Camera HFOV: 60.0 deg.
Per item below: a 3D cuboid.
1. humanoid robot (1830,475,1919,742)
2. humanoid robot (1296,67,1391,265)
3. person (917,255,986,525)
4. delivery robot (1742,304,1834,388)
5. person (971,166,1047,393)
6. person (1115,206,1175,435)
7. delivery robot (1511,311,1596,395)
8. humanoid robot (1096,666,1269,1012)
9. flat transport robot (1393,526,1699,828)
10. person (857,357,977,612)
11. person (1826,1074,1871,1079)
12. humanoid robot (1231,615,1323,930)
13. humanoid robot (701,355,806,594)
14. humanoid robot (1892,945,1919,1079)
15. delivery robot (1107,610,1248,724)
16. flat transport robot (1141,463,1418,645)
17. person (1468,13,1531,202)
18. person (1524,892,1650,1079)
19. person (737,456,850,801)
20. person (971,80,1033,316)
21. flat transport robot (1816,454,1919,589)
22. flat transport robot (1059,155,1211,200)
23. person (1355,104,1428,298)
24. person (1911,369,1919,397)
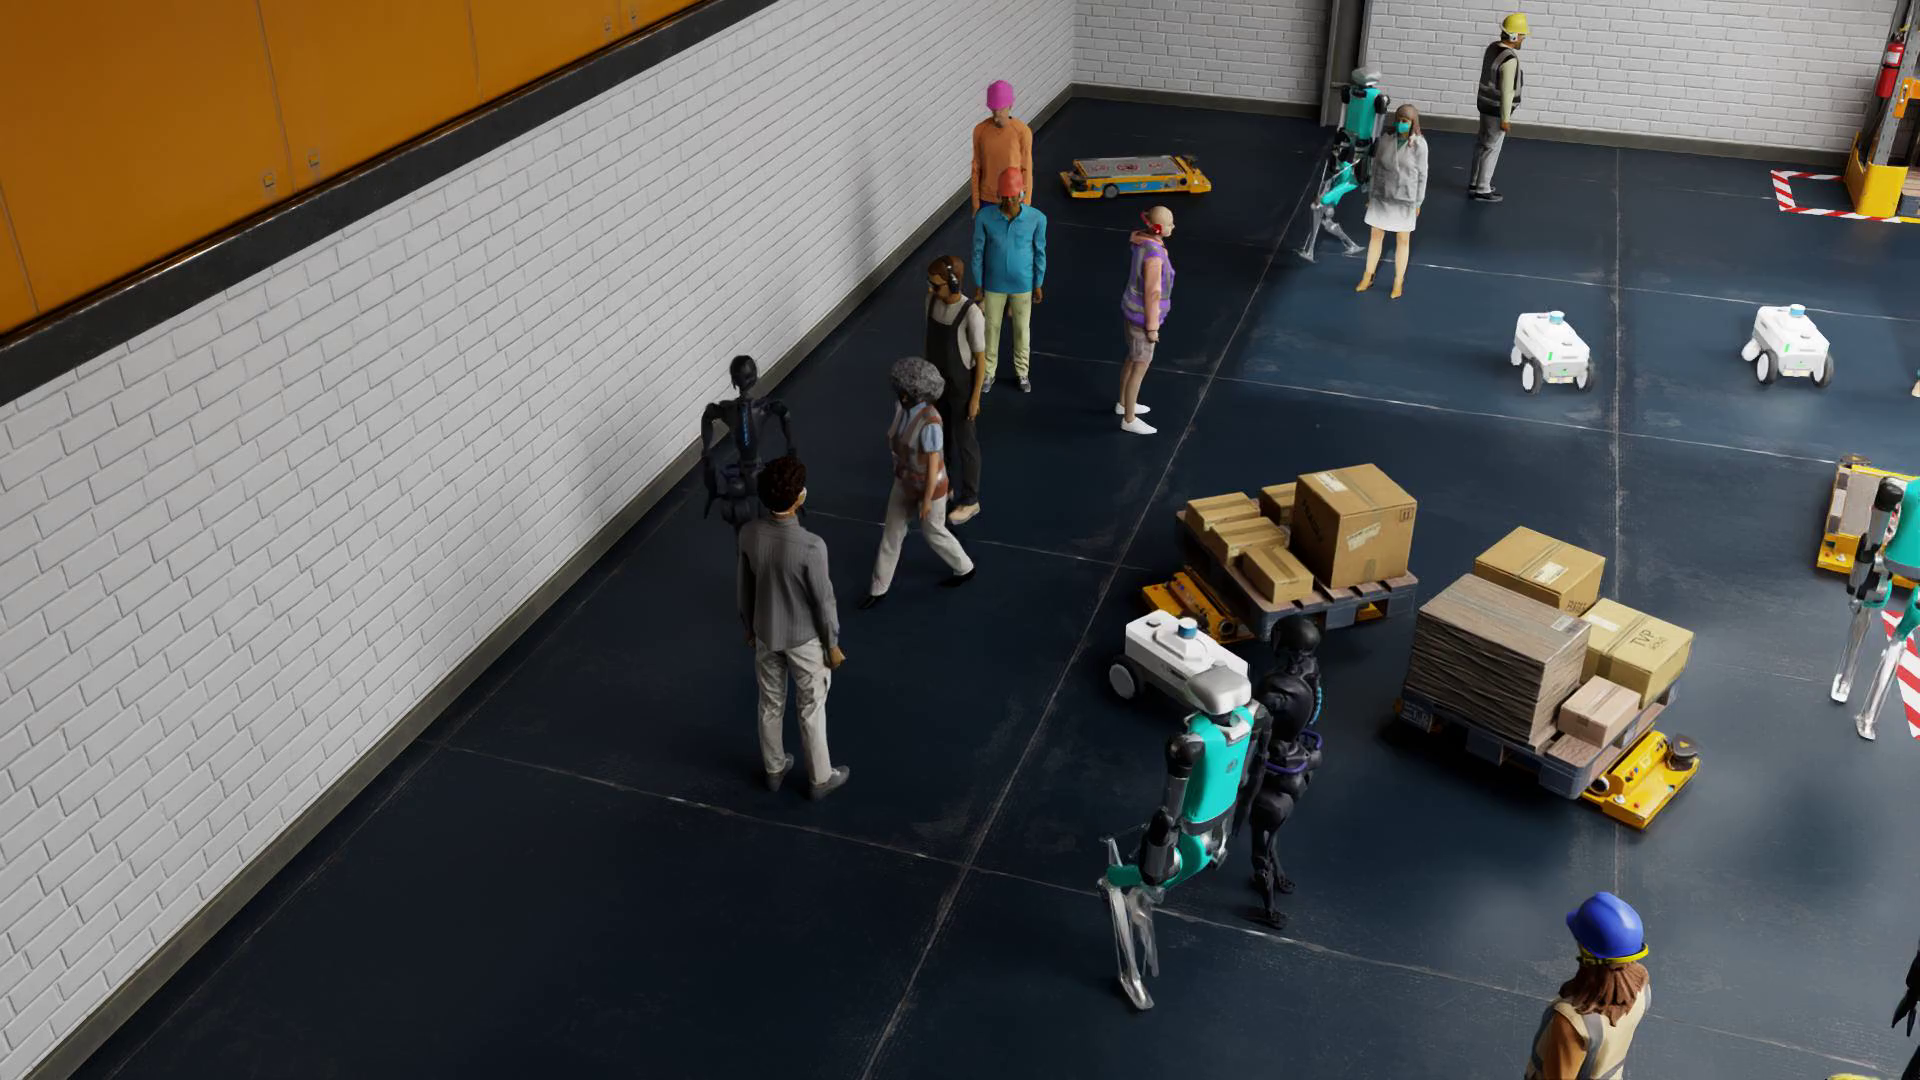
[{"bbox_3d":[5.009,0.197,8.832,0.531,1.744,0.844,15,34,24],"label":"humanoid robot"},{"bbox_3d":[3.306,-3.258,14.792,1.046,1.783,0.530,-17,35,-27],"label":"humanoid robot"},{"bbox_3d":[-0.053,-0.975,10.738,0.344,1.836,0.505,-25,39,-36],"label":"person"},{"bbox_3d":[6.448,-1.517,12.938,0.519,0.609,0.780,3,31,4],"label":"delivery robot"},{"bbox_3d":[0.361,-1.944,12.466,0.558,1.751,0.324,1,30,2],"label":"person"},{"bbox_3d":[1.334,-1.584,11.928,0.356,1.681,0.499,-1,30,-2],"label":"person"},{"bbox_3d":[4.564,-1.463,12.841,0.499,0.604,0.808,-2,31,-3],"label":"delivery robot"},{"bbox_3d":[0.849,1.276,7.099,0.566,1.872,0.704,-25,38,-35],"label":"humanoid robot"},{"bbox_3d":[3.121,1.013,8.903,1.431,0.231,0.659,26,39,37],"label":"flat transport robot"},{"bbox_3d":[-0.237,-0.358,9.881,0.796,1.645,0.503,-18,35,-28],"label":"person"},{"bbox_3d":[2.578,2.320,5.228,0.772,1.734,0.516,8,31,13],"label":"person"},{"bbox_3d":[1.410,1.054,7.444,0.329,1.657,0.589,18,35,27],"label":"humanoid robot"},{"bbox_3d":[-1.216,-0.267,9.746,0.610,1.630,0.647,-3,31,-5],"label":"humanoid robot"},{"bbox_3d":[3.802,1.812,6.157,0.391,1.638,0.613,-20,36,-30],"label":"humanoid robot"},{"bbox_3d":[1.229,0.694,9.147,0.499,0.579,0.774,-21,36,-32],"label":"delivery robot"},{"bbox_3d":[1.889,0.327,10.069,1.431,0.231,0.659,-10,32,-16],"label":"flat transport robot"},{"bbox_3d":[5.271,-4.233,16.300,0.403,1.819,0.596,-1,30,-2],"label":"person"},{"bbox_3d":[2.121,1.946,5.824,0.482,1.777,0.314,-20,36,-30],"label":"person"},{"bbox_3d":[-0.849,0.464,8.230,0.534,1.897,0.390,12,33,20],"label":"person"},{"bbox_3d":[0.340,-2.819,13.745,0.516,1.975,0.408,8,31,13],"label":"person"},{"bbox_3d":[6.021,-0.125,10.839,0.659,0.231,1.431,16,34,25],"label":"flat transport robot"},{"bbox_3d":[1.772,-3.688,16.900,1.431,0.231,0.659,-4,31,-8],"label":"flat transport robot"},{"bbox_3d":[3.695,-2.876,14.143,0.484,1.658,0.343,18,35,28],"label":"person"},{"bbox_3d":[7.491,-1.884,12.265,0.391,1.861,0.502,-27,40,-37],"label":"person"}]
